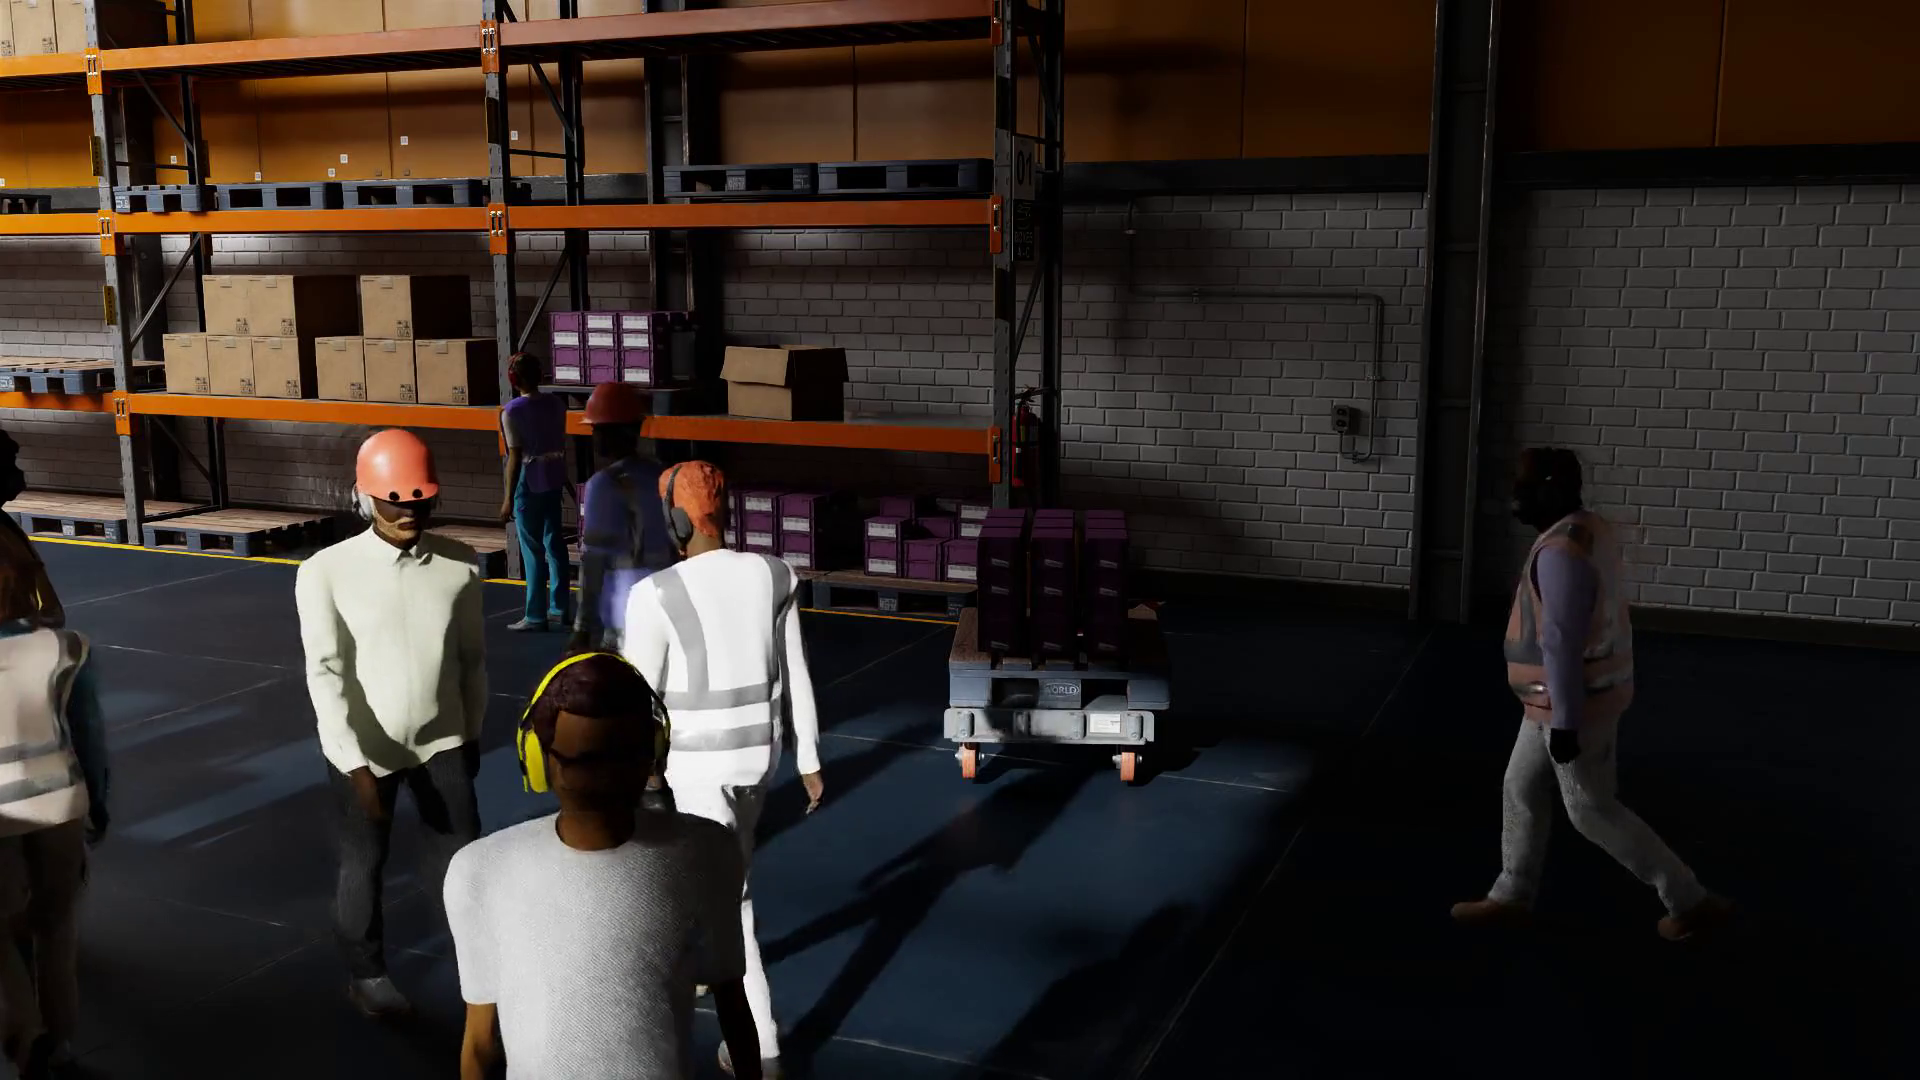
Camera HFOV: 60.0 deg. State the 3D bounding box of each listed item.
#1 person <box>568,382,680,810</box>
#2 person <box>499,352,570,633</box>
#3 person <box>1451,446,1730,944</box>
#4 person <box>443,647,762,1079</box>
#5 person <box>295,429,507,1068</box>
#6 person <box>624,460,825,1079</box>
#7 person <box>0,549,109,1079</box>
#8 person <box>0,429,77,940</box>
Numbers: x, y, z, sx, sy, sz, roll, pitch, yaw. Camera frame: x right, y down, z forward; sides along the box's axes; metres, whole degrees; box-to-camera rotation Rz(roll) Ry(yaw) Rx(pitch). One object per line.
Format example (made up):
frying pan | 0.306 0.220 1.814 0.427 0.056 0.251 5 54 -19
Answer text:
person | -1.453 0.287 7.129 0.514 1.919 0.546 3 10 16
person | -2.775 -0.307 10.917 0.389 1.838 0.563 5 11 26
person | 2.252 0.567 5.837 0.867 1.799 0.638 4 10 20
person | -0.606 1.047 2.901 0.522 1.819 0.980 -4 10 -21
person | -1.679 0.624 5.067 0.598 1.934 1.008 -8 12 -38
person | -0.791 0.667 5.093 0.602 1.830 0.977 -8 12 -40
person | -2.706 0.824 4.801 0.518 1.622 0.552 -8 13 -41
person | -3.461 0.510 6.013 0.429 1.845 0.622 -4 10 -22
